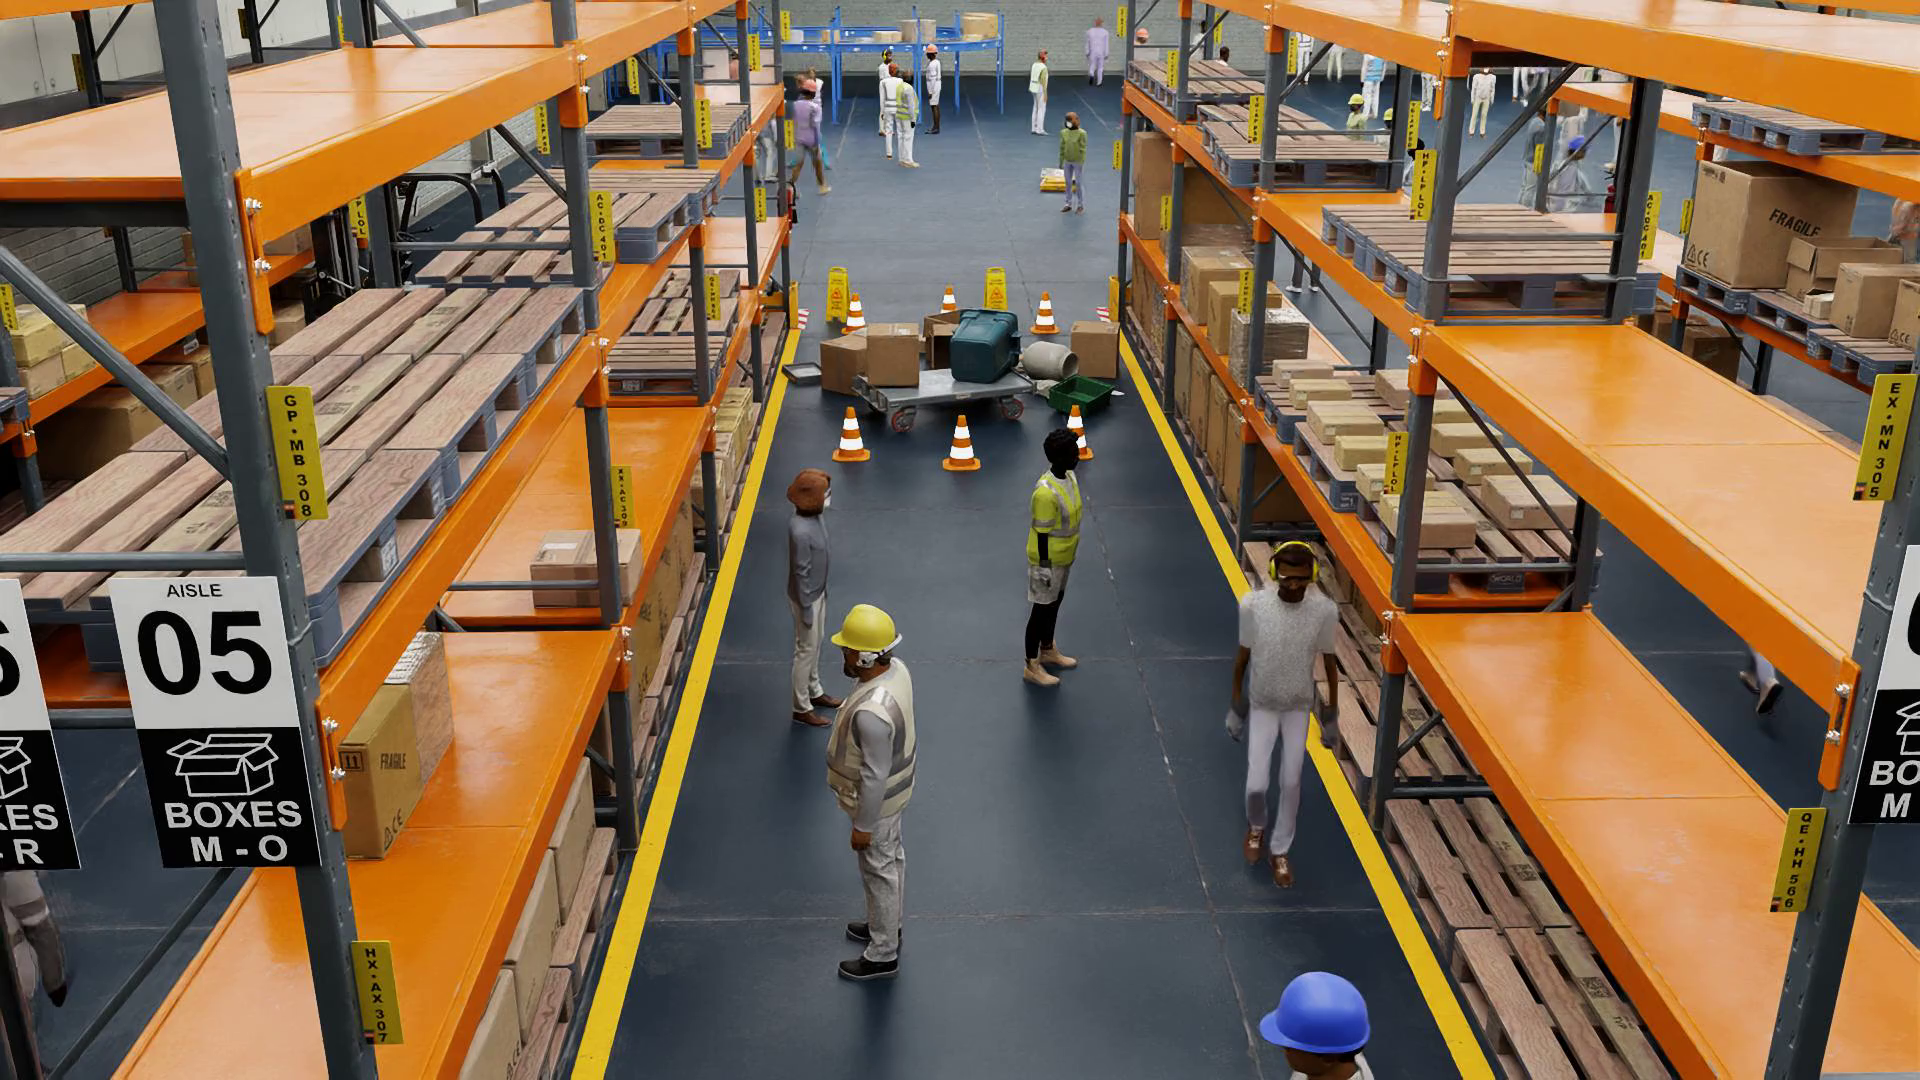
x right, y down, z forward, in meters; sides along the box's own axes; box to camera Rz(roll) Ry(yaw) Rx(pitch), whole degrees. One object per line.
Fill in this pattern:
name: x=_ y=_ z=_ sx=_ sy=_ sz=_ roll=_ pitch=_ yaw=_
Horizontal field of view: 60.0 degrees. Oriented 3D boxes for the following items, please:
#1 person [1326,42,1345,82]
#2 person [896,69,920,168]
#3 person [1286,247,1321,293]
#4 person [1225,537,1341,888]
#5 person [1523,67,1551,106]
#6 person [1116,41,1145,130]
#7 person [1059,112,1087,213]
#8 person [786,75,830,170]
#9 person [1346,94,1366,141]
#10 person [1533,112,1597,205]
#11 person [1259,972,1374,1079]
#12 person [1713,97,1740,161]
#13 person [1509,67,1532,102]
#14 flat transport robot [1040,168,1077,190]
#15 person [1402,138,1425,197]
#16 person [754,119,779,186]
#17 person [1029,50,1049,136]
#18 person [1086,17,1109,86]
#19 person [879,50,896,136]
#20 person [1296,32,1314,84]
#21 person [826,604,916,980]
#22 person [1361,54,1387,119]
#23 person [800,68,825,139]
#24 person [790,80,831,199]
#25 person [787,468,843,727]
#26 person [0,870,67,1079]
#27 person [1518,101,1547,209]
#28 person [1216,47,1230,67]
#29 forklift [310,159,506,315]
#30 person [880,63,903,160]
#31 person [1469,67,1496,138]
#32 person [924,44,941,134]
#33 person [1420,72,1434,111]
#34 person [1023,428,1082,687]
person: x=10.976 y=-14.257 z=48.504 sx=0.578 sy=1.710 sz=0.892 roll=-2 pitch=21 yaw=-4
person: x=-1.008 y=-8.159 z=32.199 sx=0.429 sy=1.839 sz=0.634 roll=-9 pitch=23 yaw=-23
person: x=4.489 y=-4.155 z=21.493 sx=0.586 sy=1.928 sz=0.369 roll=-4 pitch=21 yaw=-11
person: x=1.631 y=0.863 z=8.332 sx=0.575 sy=1.850 sz=0.383 roll=1 pitch=21 yaw=3
person: x=14.601 y=-11.849 z=41.865 sx=0.602 sy=1.900 sz=0.850 roll=-6 pitch=21 yaw=-15
person: x=3.995 y=-10.349 z=37.827 sx=0.963 sy=1.962 sz=0.624 roll=-18 pitch=27 yaw=-39
person: x=1.845 y=-6.198 z=27.317 sx=0.515 sy=1.624 sz=0.309 roll=13 pitch=24 yaw=30
person: x=-2.934 y=-7.937 z=31.685 sx=0.907 sy=1.788 sz=0.611 roll=-7 pitch=22 yaw=-18
person: x=6.769 y=-6.767 z=28.622 sx=0.315 sy=1.770 sz=0.524 roll=-6 pitch=22 yaw=-16
person: x=10.288 y=-6.573 z=27.919 sx=0.965 sy=1.909 sz=0.605 roll=10 pitch=23 yaw=25
person: x=1.036 y=2.111 z=4.905 sx=0.404 sy=1.943 sz=0.616 roll=2 pitch=21 yaw=5
person: x=14.727 y=-7.947 z=31.908 sx=0.522 sy=1.645 sz=0.305 roll=-14 pitch=25 yaw=-33
person: x=14.576 y=-12.373 z=43.294 sx=0.611 sy=1.867 sz=0.511 roll=18 pitch=27 yaw=40
flat transport robot: x=1.802 y=-6.555 z=30.142 sx=0.652 sy=0.197 sz=1.431 roll=2 pitch=21 yaw=4
person: x=6.437 y=-4.874 z=23.714 sx=0.315 sy=1.696 sz=0.541 roll=3 pitch=21 yaw=7
person: x=-3.567 y=-7.275 z=29.941 sx=0.654 sy=1.788 sz=0.491 roll=8 pitch=22 yaw=21
person: x=1.739 y=-9.879 z=36.750 sx=0.389 sy=1.838 sz=0.573 roll=-9 pitch=22 yaw=-22
person: x=3.890 y=-13.774 z=46.970 sx=0.660 sy=1.886 sz=0.547 roll=6 pitch=22 yaw=15
person: x=-1.609 y=-9.836 z=36.612 sx=0.329 sy=1.861 sz=0.503 roll=8 pitch=22 yaw=21
person: x=9.840 y=-14.024 z=47.641 sx=0.574 sy=1.885 sz=0.355 roll=-7 pitch=22 yaw=-18
person: x=-0.405 y=1.146 z=7.614 sx=0.404 sy=1.833 sz=0.588 roll=2 pitch=21 yaw=5
person: x=9.832 y=-10.971 z=39.649 sx=0.633 sy=1.836 sz=0.429 roll=-9 pitch=23 yaw=-23
person: x=-3.130 y=-9.208 z=35.313 sx=0.532 sy=1.582 sz=0.887 roll=-3 pitch=21 yaw=-8
person: x=-2.642 y=-6.907 z=28.685 sx=0.626 sy=2.001 sz=1.031 roll=12 pitch=24 yaw=29
person: x=-0.895 y=0.339 z=10.040 sx=0.288 sy=1.626 sz=0.507 roll=2 pitch=21 yaw=6
person: x=-3.662 y=1.657 z=6.194 sx=0.554 sy=1.894 sz=0.982 roll=-2 pitch=21 yaw=-6
person: x=9.065 y=-5.940 z=26.218 sx=0.379 sy=1.931 sz=0.625 roll=2 pitch=21 yaw=5
person: x=5.732 y=-9.927 z=36.785 sx=0.388 sy=1.905 sz=0.601 roll=-4 pitch=21 yaw=-12
forklift: x=-5.622 y=-2.910 z=17.832 sx=2.313 sy=2.155 sz=1.214 roll=-1 pitch=21 yaw=-1
person: x=-1.302 y=-8.520 z=33.090 sx=0.572 sy=1.886 sz=0.353 roll=3 pitch=21 yaw=9
person: x=11.404 y=-9.606 z=36.309 sx=0.498 sy=1.634 sz=0.284 roll=1 pitch=21 yaw=4
person: x=-0.609 y=-10.007 z=36.945 sx=0.361 sy=1.939 sz=0.543 roll=4 pitch=21 yaw=10
person: x=11.616 y=-11.572 z=41.356 sx=0.295 sy=1.744 sz=0.484 roll=-5 pitch=21 yaw=-14
person: x=0.599 y=0.101 z=10.580 sx=0.320 sy=1.692 sz=0.534 roll=9 pitch=22 yaw=22
